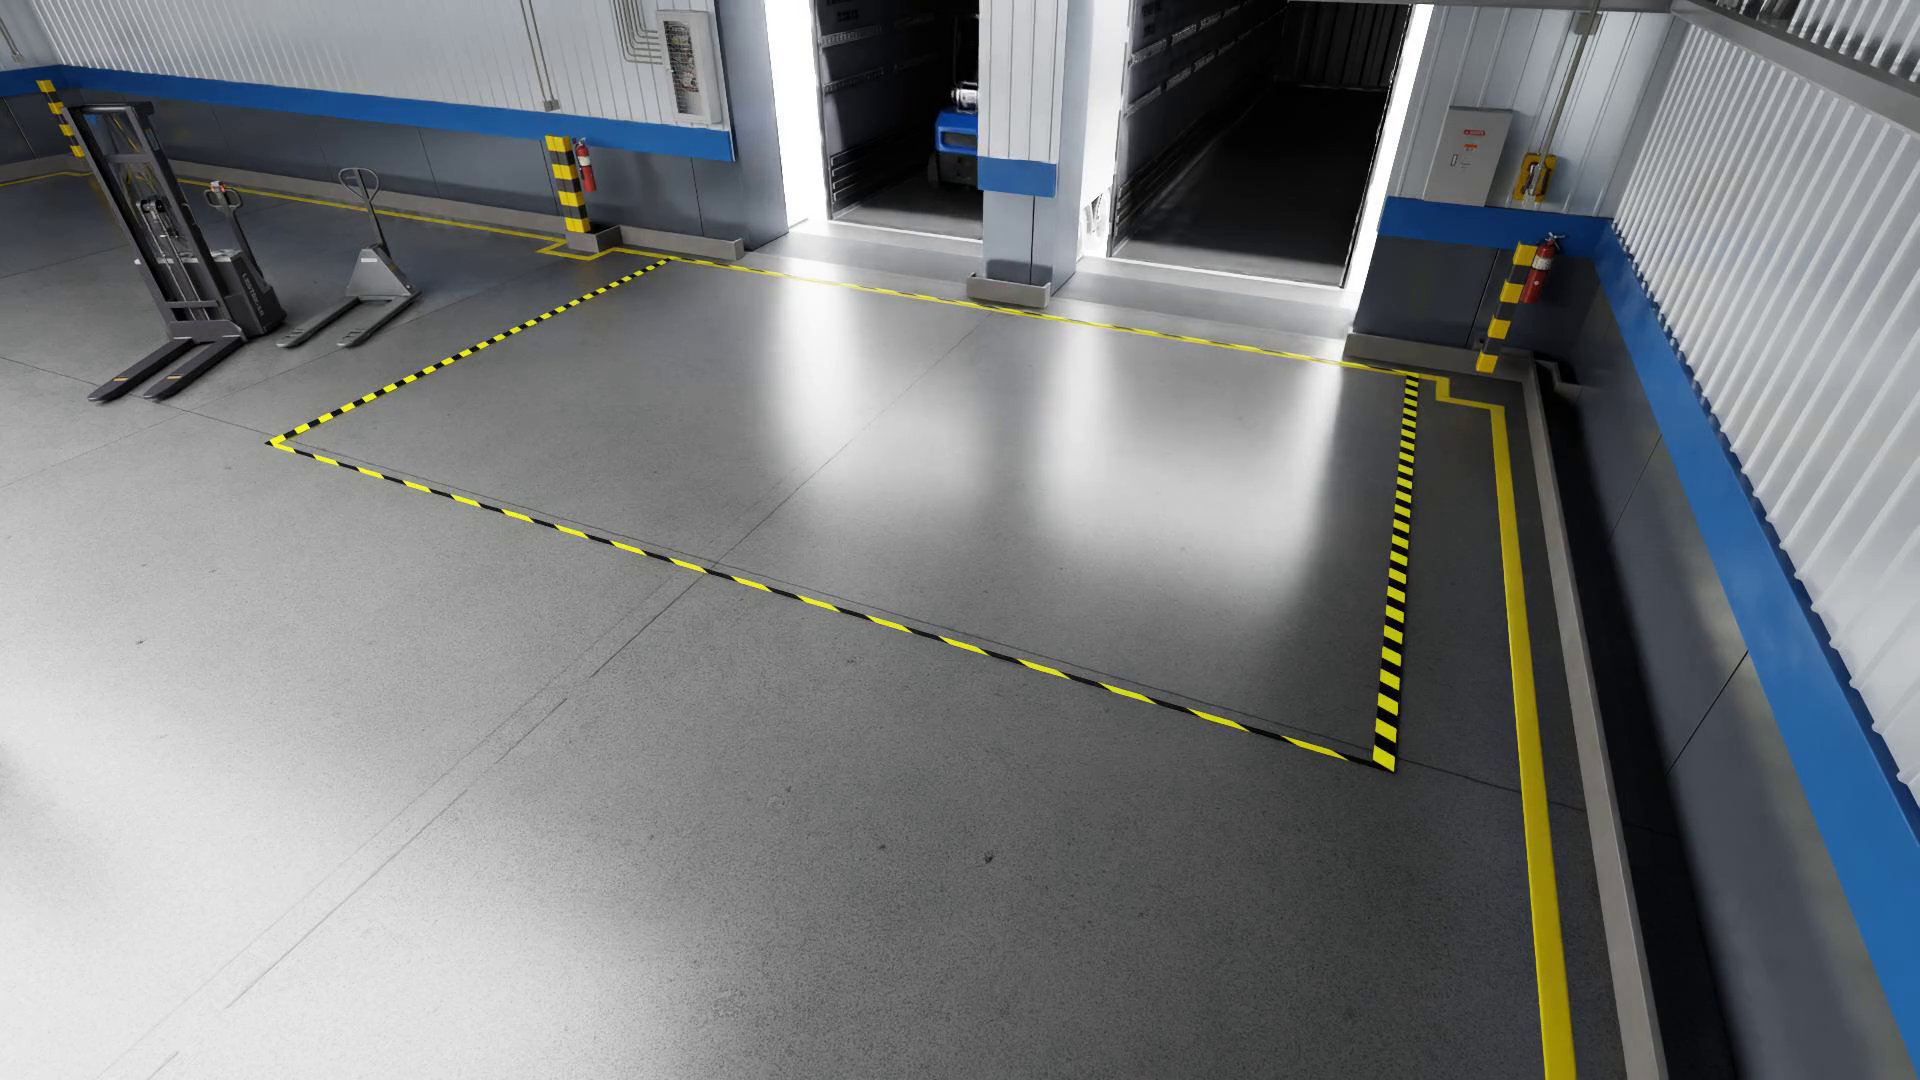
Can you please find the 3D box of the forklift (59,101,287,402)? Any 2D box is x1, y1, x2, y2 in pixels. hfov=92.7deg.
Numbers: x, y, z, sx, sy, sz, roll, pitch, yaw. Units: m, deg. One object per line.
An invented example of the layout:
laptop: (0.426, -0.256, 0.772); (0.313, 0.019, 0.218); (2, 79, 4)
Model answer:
forklift: (-6.686, -2.387, 7.434); (0.823, 1.965, 1.885); (-3, 35, -5)

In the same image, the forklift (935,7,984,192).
forklift: (0.646, -6.056, 12.364); (1.157, 2.036, 2.680); (16, 38, 21)

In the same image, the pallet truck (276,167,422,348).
pallet truck: (-5.732, -2.611, 8.414); (0.680, 1.201, 1.601); (-1, 35, -1)
